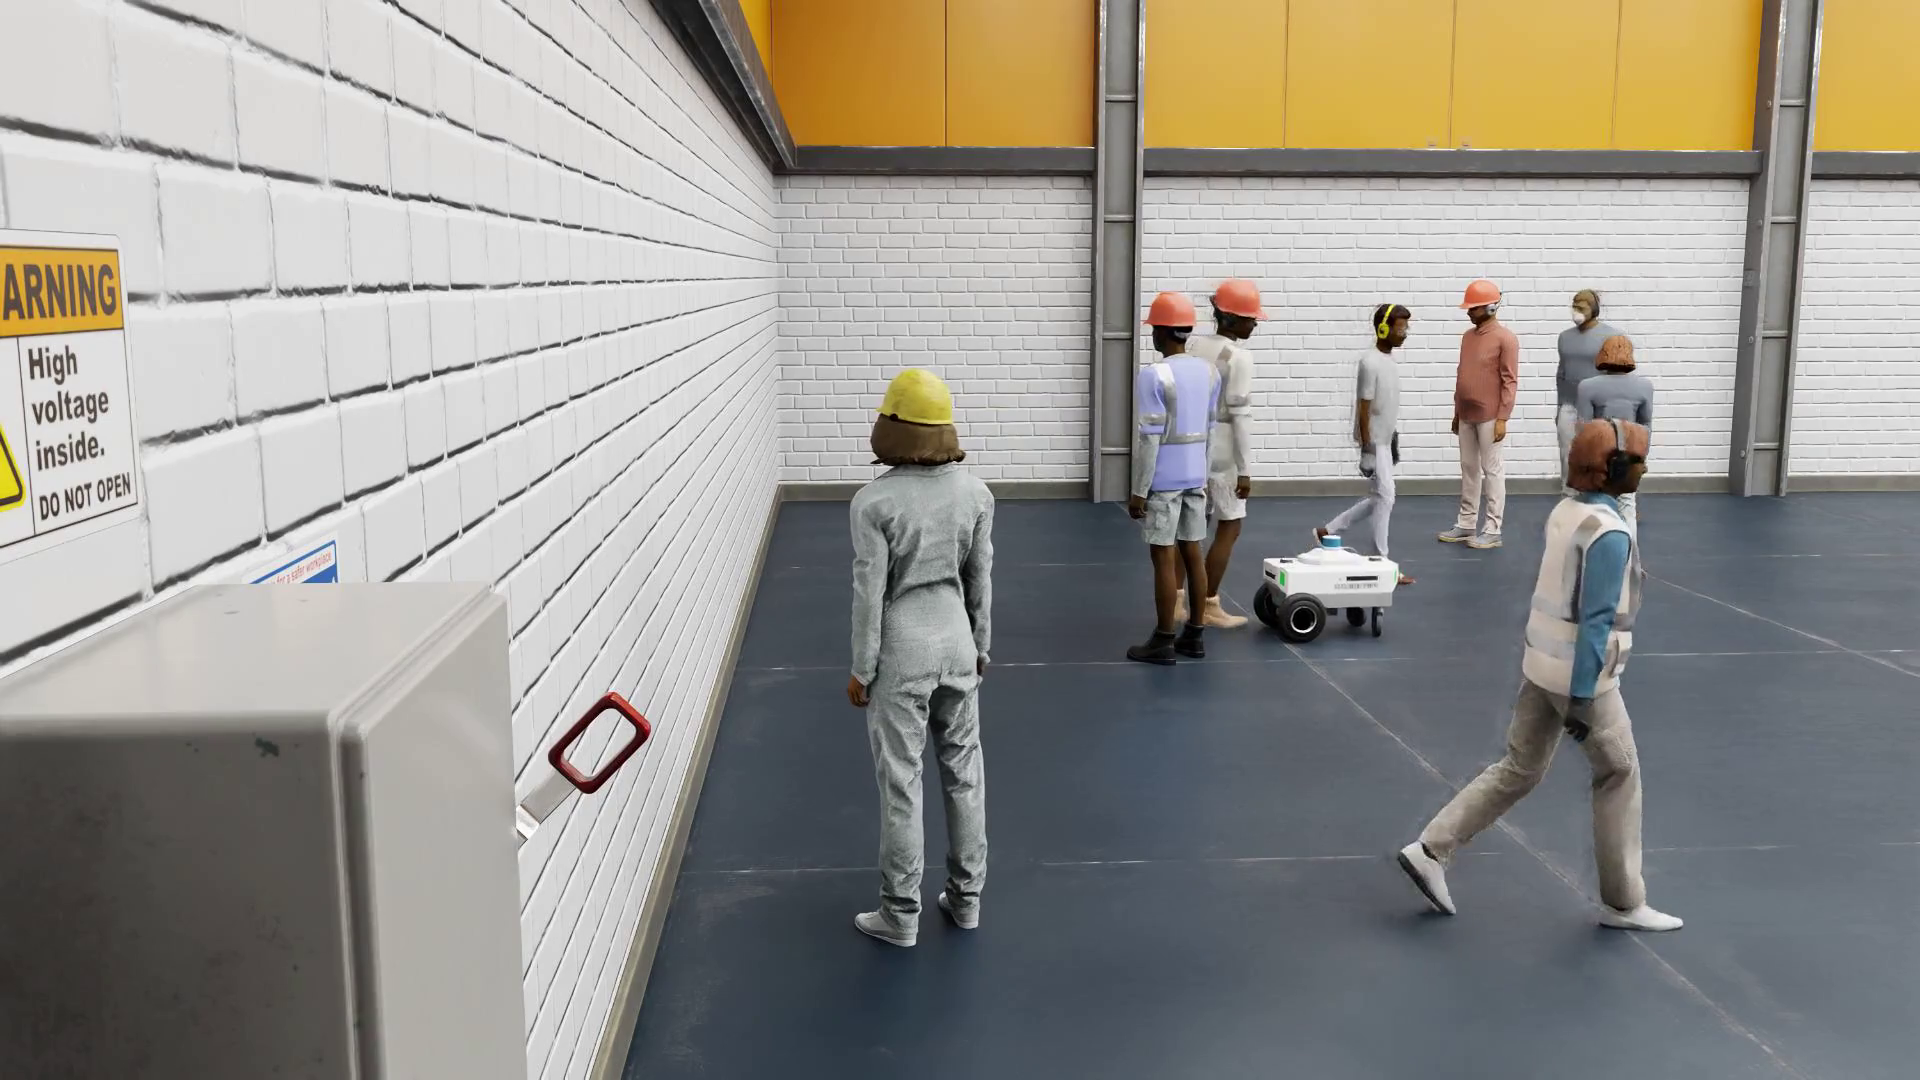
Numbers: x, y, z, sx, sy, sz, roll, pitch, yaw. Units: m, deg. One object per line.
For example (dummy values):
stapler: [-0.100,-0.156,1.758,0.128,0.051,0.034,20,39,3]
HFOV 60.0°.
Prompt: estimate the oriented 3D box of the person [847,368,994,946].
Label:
person: [-0.124,0.354,5.057,0.492,1.746,0.284,-6,11,-33]

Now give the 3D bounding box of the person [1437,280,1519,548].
person: [3.872,-0.933,12.394,0.394,1.985,0.611,-3,10,-20]

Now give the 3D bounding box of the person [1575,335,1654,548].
person: [4.305,-0.537,11.003,0.502,1.633,0.280,0,9,2]

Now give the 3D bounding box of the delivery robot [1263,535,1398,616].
delivery robot: [2.084,0.218,9.348,0.707,0.478,0.477,-1,9,-7]

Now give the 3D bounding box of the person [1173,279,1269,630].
person: [1.422,-0.474,9.483,0.569,2.006,0.655,-4,10,-22]

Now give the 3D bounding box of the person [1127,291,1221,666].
person: [1.096,-0.318,8.663,0.543,1.942,0.354,-8,12,-39]

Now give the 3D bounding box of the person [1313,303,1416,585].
person: [2.679,-0.632,10.950,0.660,1.845,0.563,5,10,30]

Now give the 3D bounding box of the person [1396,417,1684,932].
person: [1.805,0.418,5.117,0.818,1.605,0.526,0,9,3]

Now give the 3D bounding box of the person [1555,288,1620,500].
person: [5.116,-1.060,13.404,0.676,1.926,0.635,-4,10,-24]
